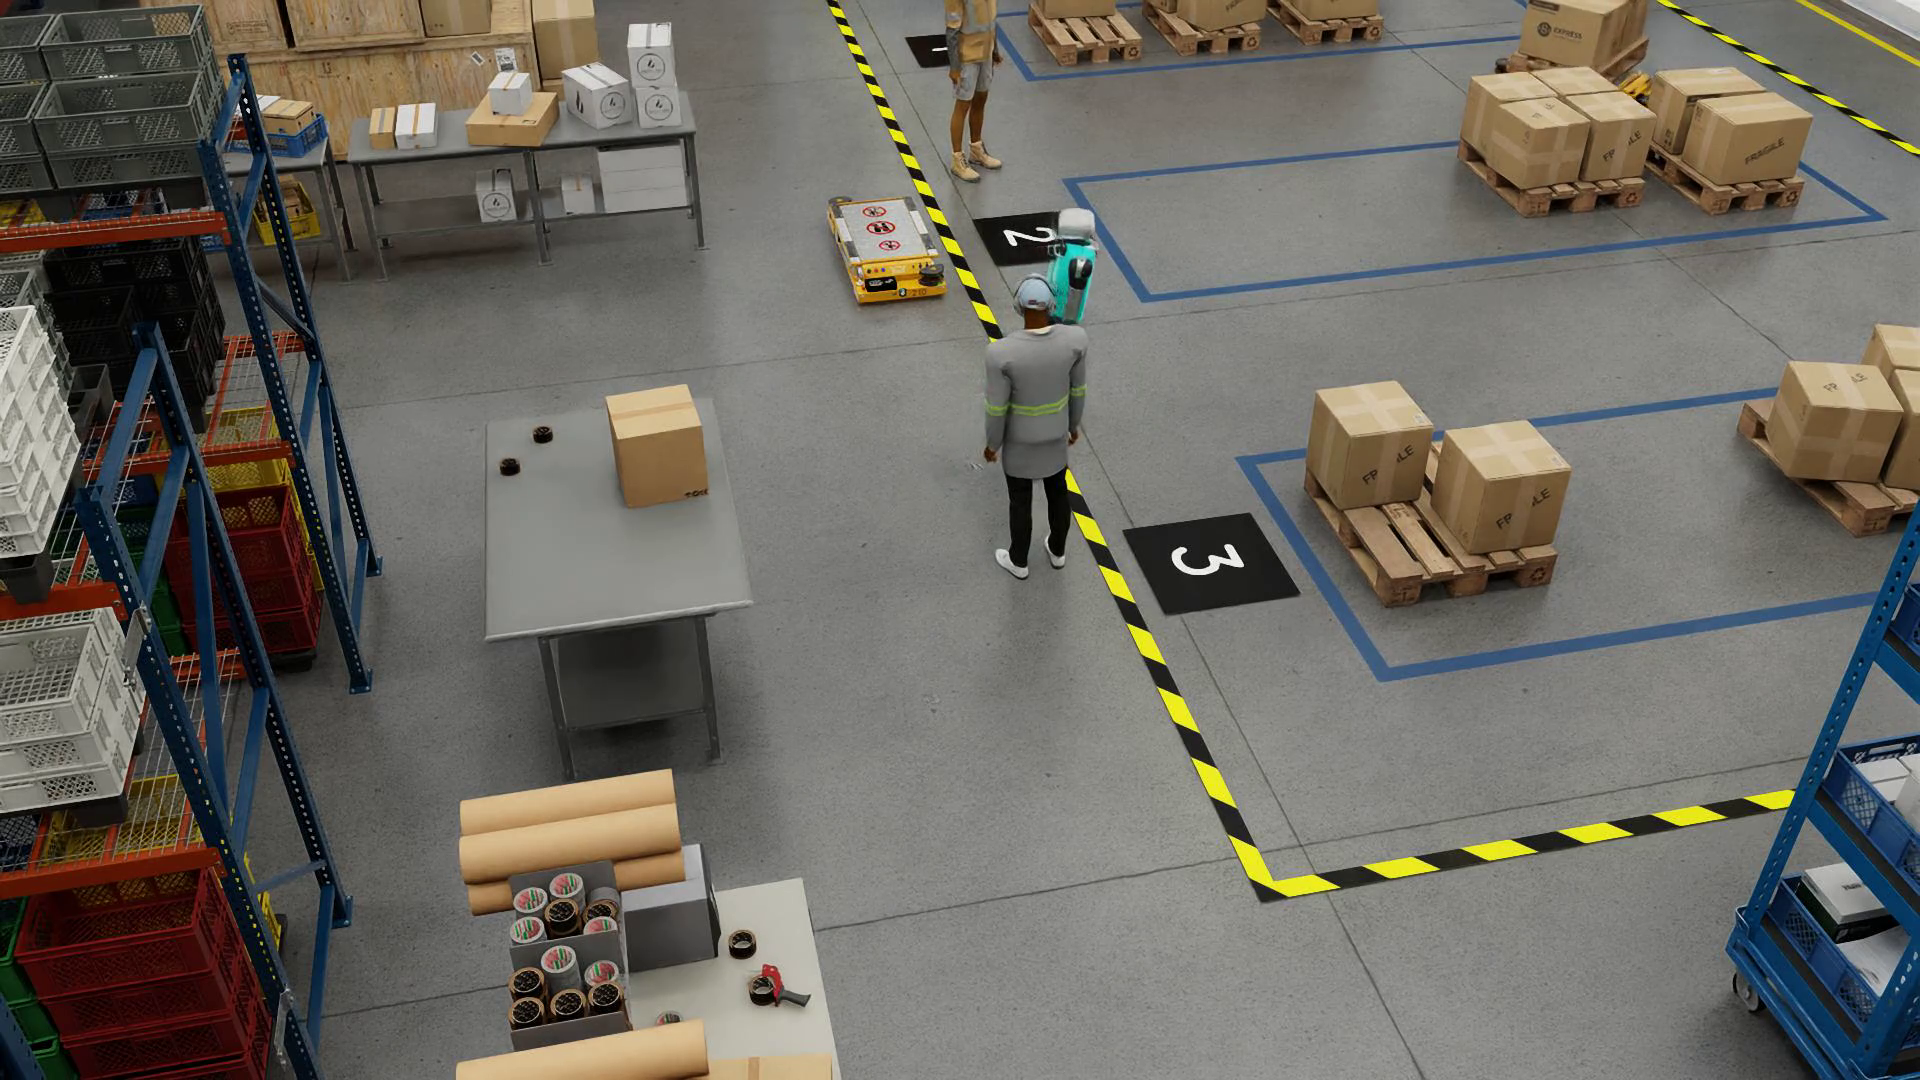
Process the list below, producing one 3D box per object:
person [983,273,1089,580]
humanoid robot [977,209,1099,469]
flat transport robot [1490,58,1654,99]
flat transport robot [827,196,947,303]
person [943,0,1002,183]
[{"bbox_3d":[0.395,-0.609,9.048,0.588,1.850,0.396,-12,38,-16],"label":"person"},{"bbox_3d":[0.404,-1.056,9.837,0.761,1.881,0.544,-1,37,-1],"label":"humanoid robot"},{"bbox_3d":[5.650,-4.200,15.175,1.431,0.197,0.652,26,44,31],"label":"flat transport robot"},{"bbox_3d":[-0.570,-2.220,12.538,0.659,0.231,1.431,-8,37,-10],"label":"flat transport robot"},{"bbox_3d":[0.123,-3.901,13.308,0.360,2.047,0.612,25,43,29],"label":"person"}]
